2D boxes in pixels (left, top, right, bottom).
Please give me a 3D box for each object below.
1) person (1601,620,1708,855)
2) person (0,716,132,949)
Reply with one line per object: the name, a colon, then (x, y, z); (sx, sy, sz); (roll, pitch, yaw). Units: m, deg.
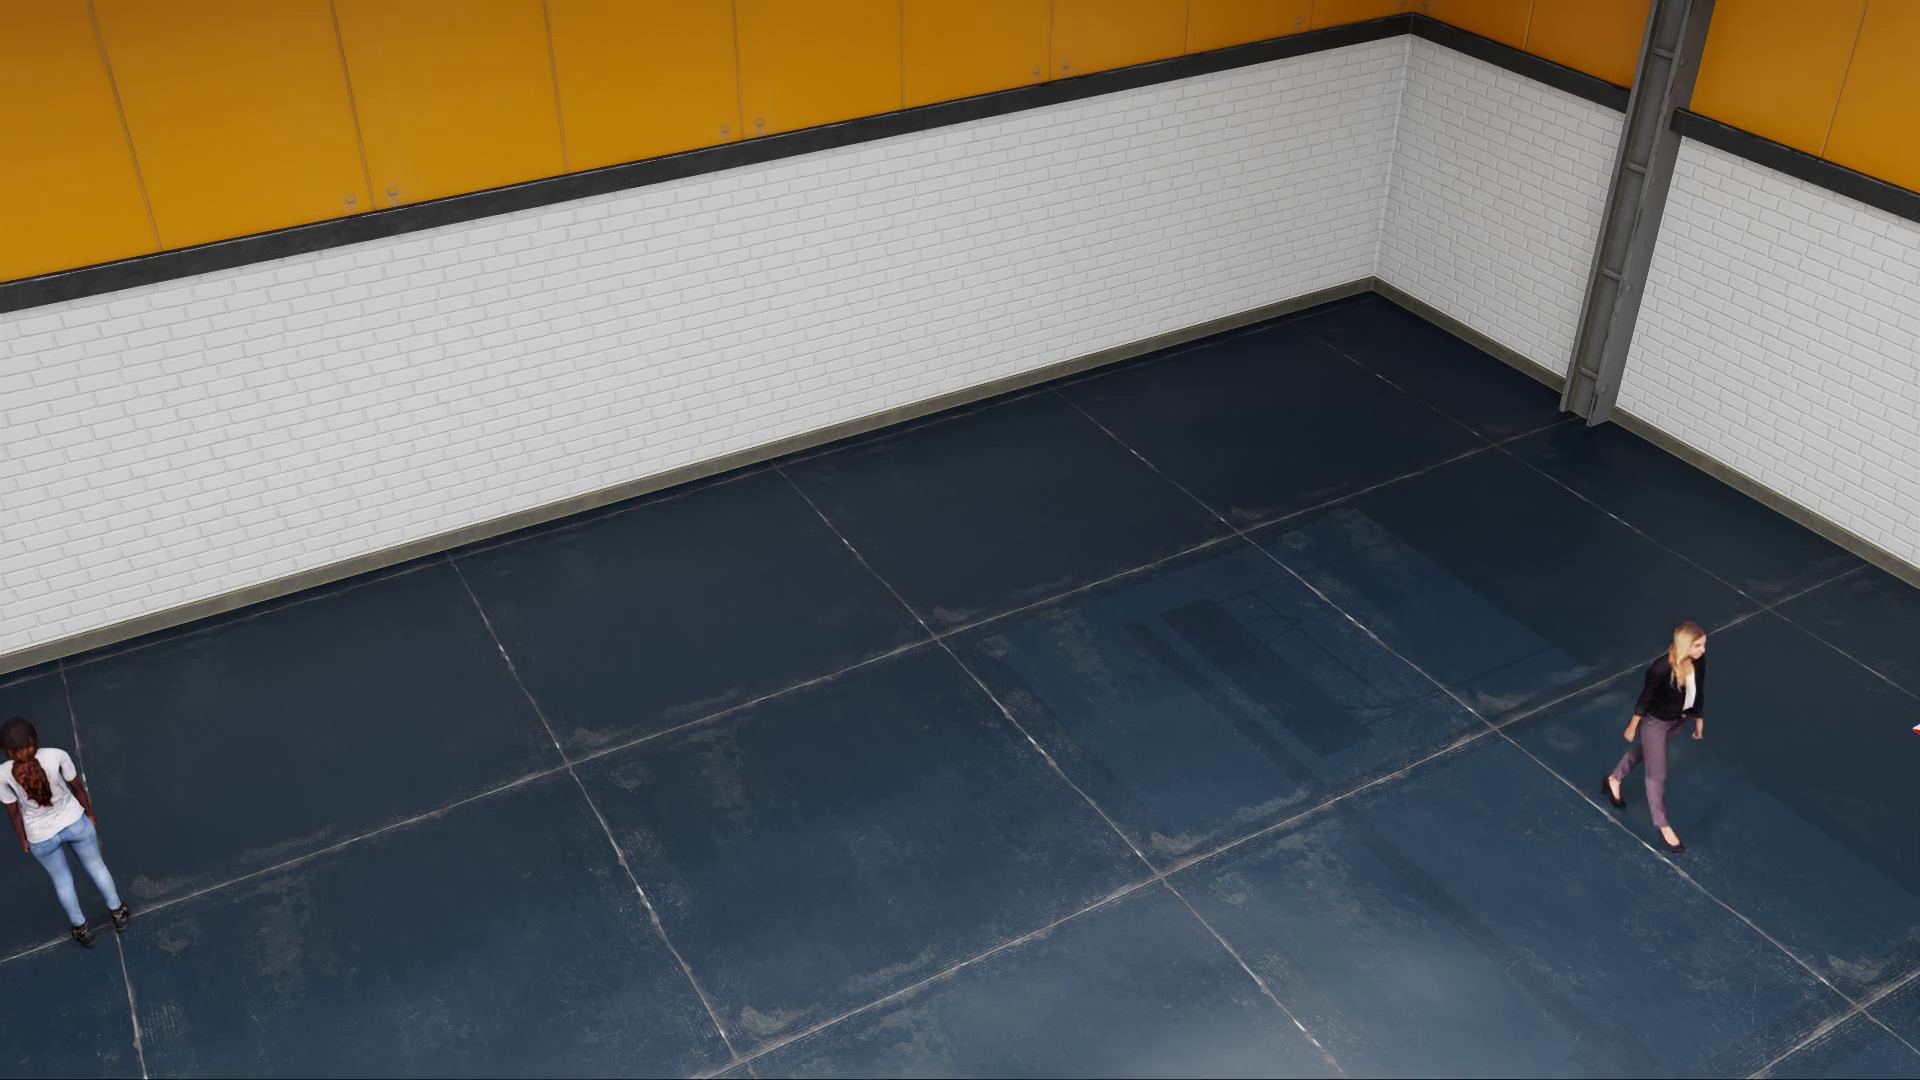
person: (4.542, 1.185, 10.965); (0.641, 1.637, 0.990); (-16, 37, -22)
person: (-5.442, 1.751, 10.039); (0.611, 1.719, 0.554); (-22, 40, -30)
